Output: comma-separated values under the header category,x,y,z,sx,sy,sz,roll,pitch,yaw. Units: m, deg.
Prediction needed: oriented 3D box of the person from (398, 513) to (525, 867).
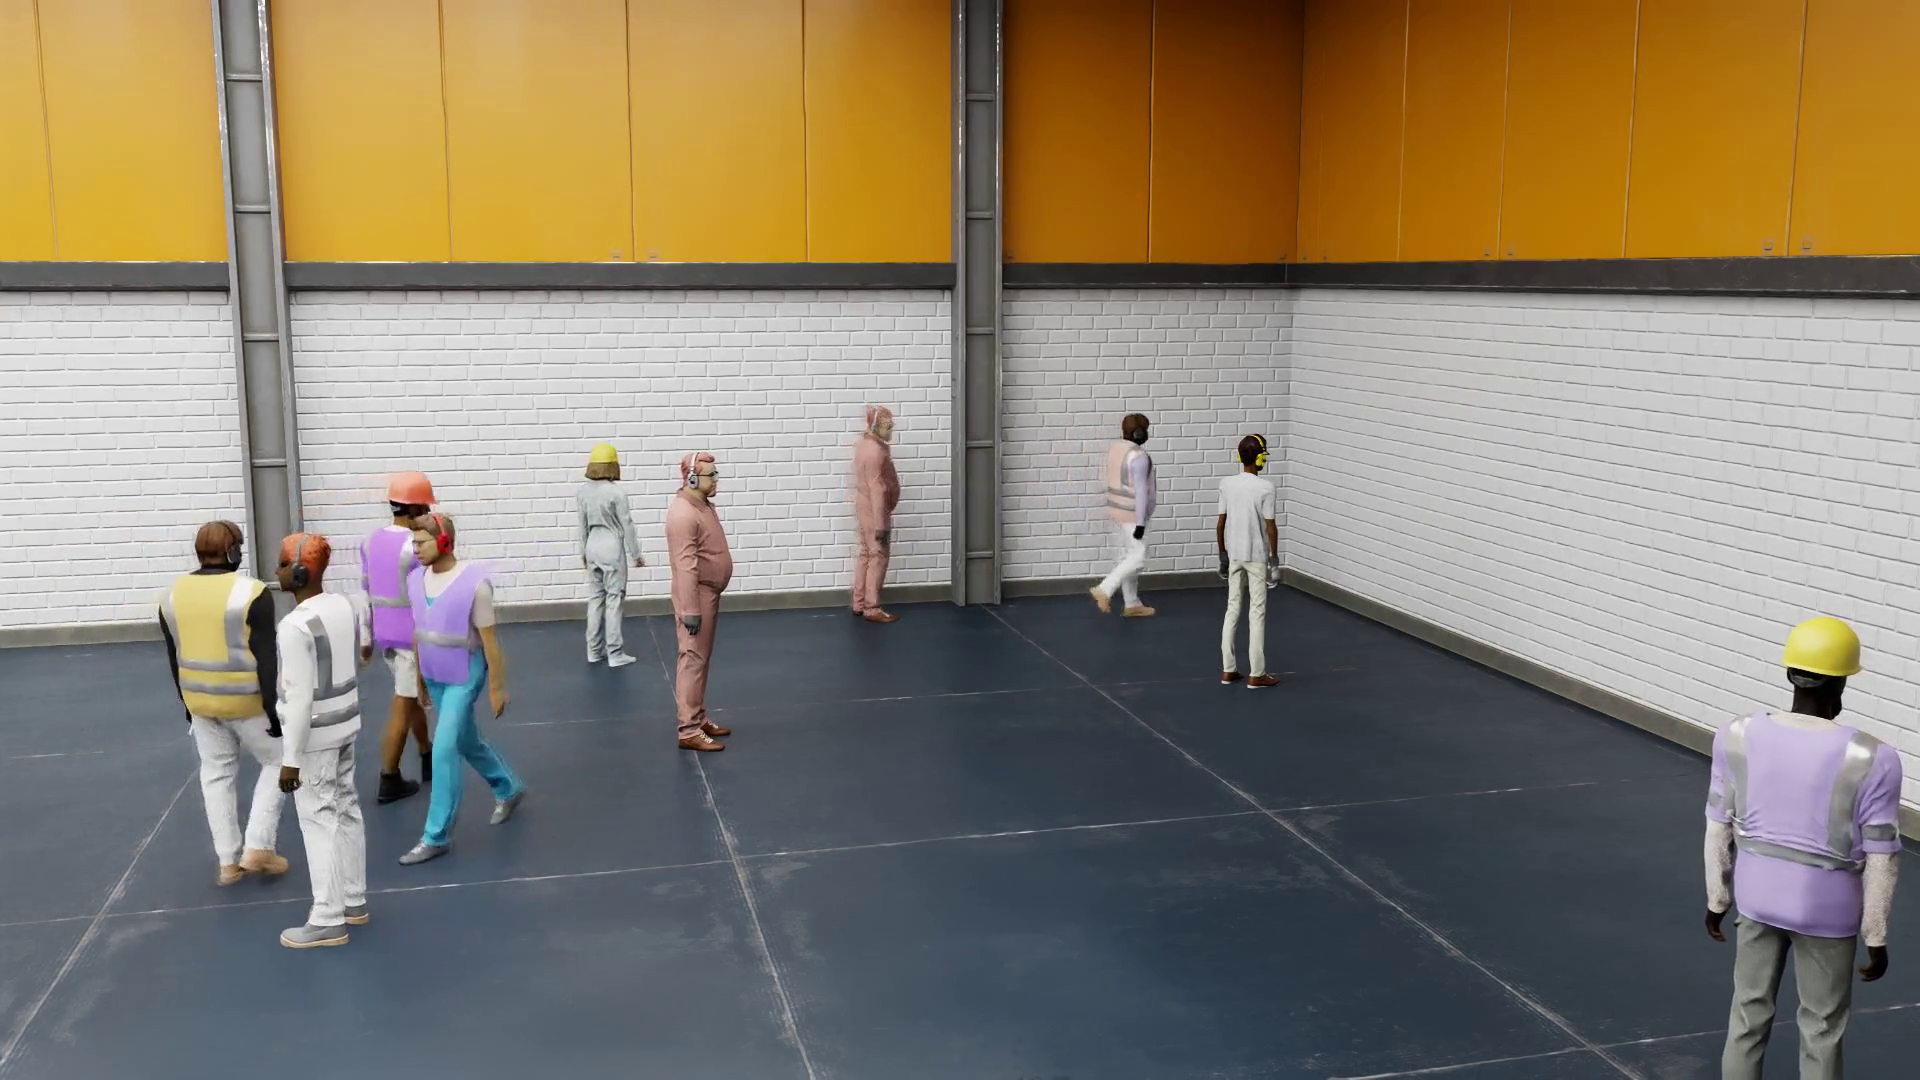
category,x,y,z,sx,sy,sz,roll,pitch,yaw
person,-2.665,0.733,8.852,0.578,1.797,0.945,6,11,31

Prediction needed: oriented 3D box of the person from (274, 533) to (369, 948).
category,x,y,z,sx,sy,sz,roll,pitch,yaw
person,-2.908,0.901,7.536,0.351,1.879,0.597,1,9,4

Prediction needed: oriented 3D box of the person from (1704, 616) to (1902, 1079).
category,x,y,z,sx,sy,sz,roll,pitch,yaw
person,2.763,1.202,5.489,0.383,1.928,0.588,-8,12,-43

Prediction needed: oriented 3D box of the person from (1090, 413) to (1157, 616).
category,x,y,z,sx,sy,sz,roll,pitch,yaw
person,1.434,-0.200,14.556,0.609,1.830,0.632,-3,10,-20

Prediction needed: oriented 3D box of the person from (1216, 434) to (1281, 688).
category,x,y,z,sx,sy,sz,roll,pitch,yaw
person,2.129,0.153,12.221,0.532,1.871,0.319,8,12,41

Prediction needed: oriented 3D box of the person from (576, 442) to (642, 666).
category,x,y,z,sx,sy,sz,roll,pitch,yaw
person,-2.720,0.113,12.888,0.492,1.743,0.335,5,11,30

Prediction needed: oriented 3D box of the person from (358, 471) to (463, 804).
category,x,y,z,sx,sy,sz,roll,pitch,yaw
person,-3.128,0.540,9.708,0.561,1.900,0.850,5,11,30

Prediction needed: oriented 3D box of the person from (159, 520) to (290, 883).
category,x,y,z,sx,sy,sz,roll,pitch,yaw
person,-3.614,0.808,8.251,0.650,1.828,0.455,2,9,12

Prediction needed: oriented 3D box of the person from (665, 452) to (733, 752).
category,x,y,z,sx,sy,sz,roll,pitch,yaw
person,-1.655,0.384,10.661,0.404,1.906,0.652,0,9,0

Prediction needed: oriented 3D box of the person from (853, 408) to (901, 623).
category,x,y,z,sx,sy,sz,roll,pitch,yaw
person,-0.740,-0.219,14.556,0.433,1.871,0.781,-2,9,-12
